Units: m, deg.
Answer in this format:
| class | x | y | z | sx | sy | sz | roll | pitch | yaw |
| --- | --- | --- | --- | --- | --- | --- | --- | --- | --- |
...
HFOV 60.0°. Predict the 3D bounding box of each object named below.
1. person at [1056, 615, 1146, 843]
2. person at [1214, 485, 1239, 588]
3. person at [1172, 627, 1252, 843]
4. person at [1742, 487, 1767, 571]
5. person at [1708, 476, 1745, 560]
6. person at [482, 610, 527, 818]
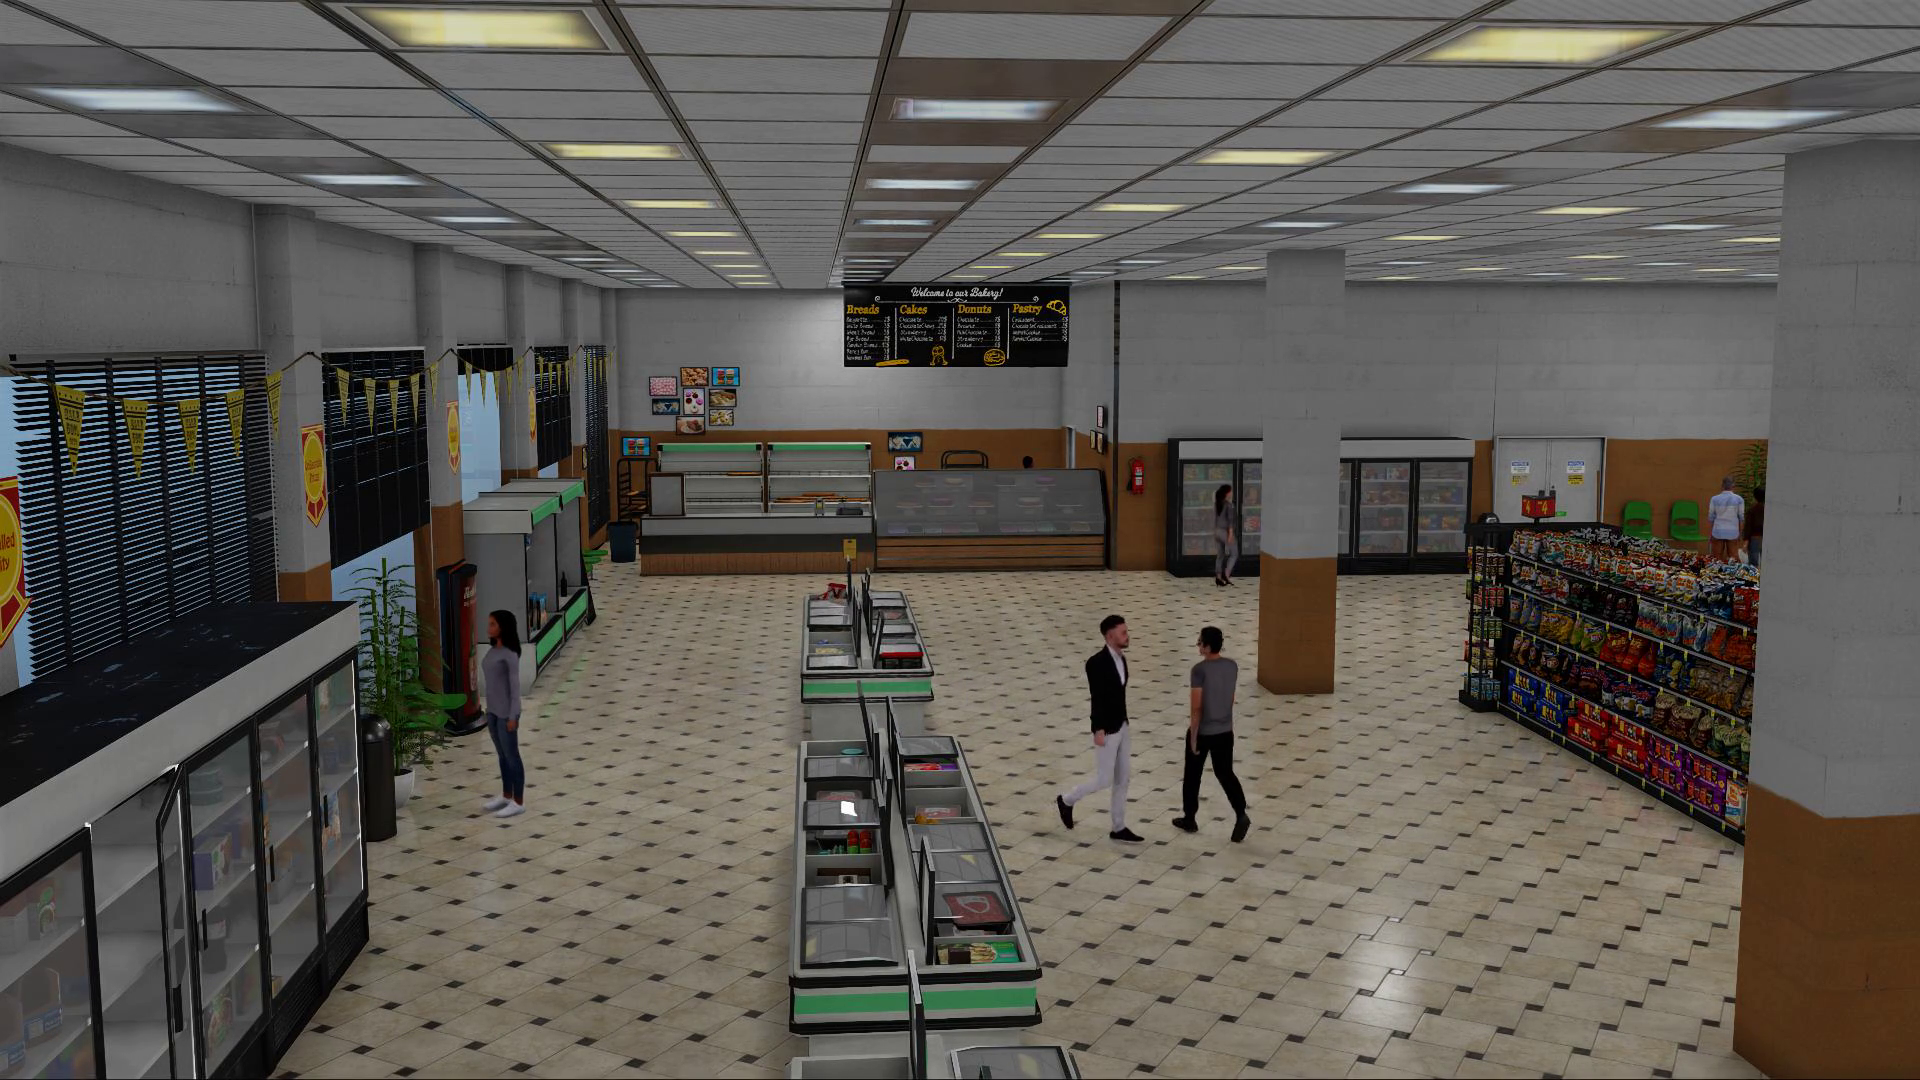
| class | x | y | z | sx | sy | sz | roll | pitch | yaw |
| --- | --- | --- | --- | --- | --- | --- | --- | --- | --- |
| person | 1.107 | 1.507 | 13.280 | 1.065 | 1.823 | 1.034 | 5 | 8 | 34 |
| person | 4.203 | -0.056 | 26.861 | 0.776 | 1.667 | 0.672 | -4 | 8 | -32 |
| person | 2.043 | 1.561 | 13.266 | 0.827 | 1.719 | 1.121 | -2 | 7 | -18 |
| person | 12.173 | 0.078 | 25.287 | 0.665 | 1.778 | 0.552 | 0 | 7 | 3 |
| person | 12.280 | -0.113 | 26.668 | 0.766 | 1.826 | 0.748 | 3 | 7 | 22 |
| person | -3.845 | 1.450 | 14.113 | 0.749 | 1.735 | 0.639 | -5 | 9 | -37 |
